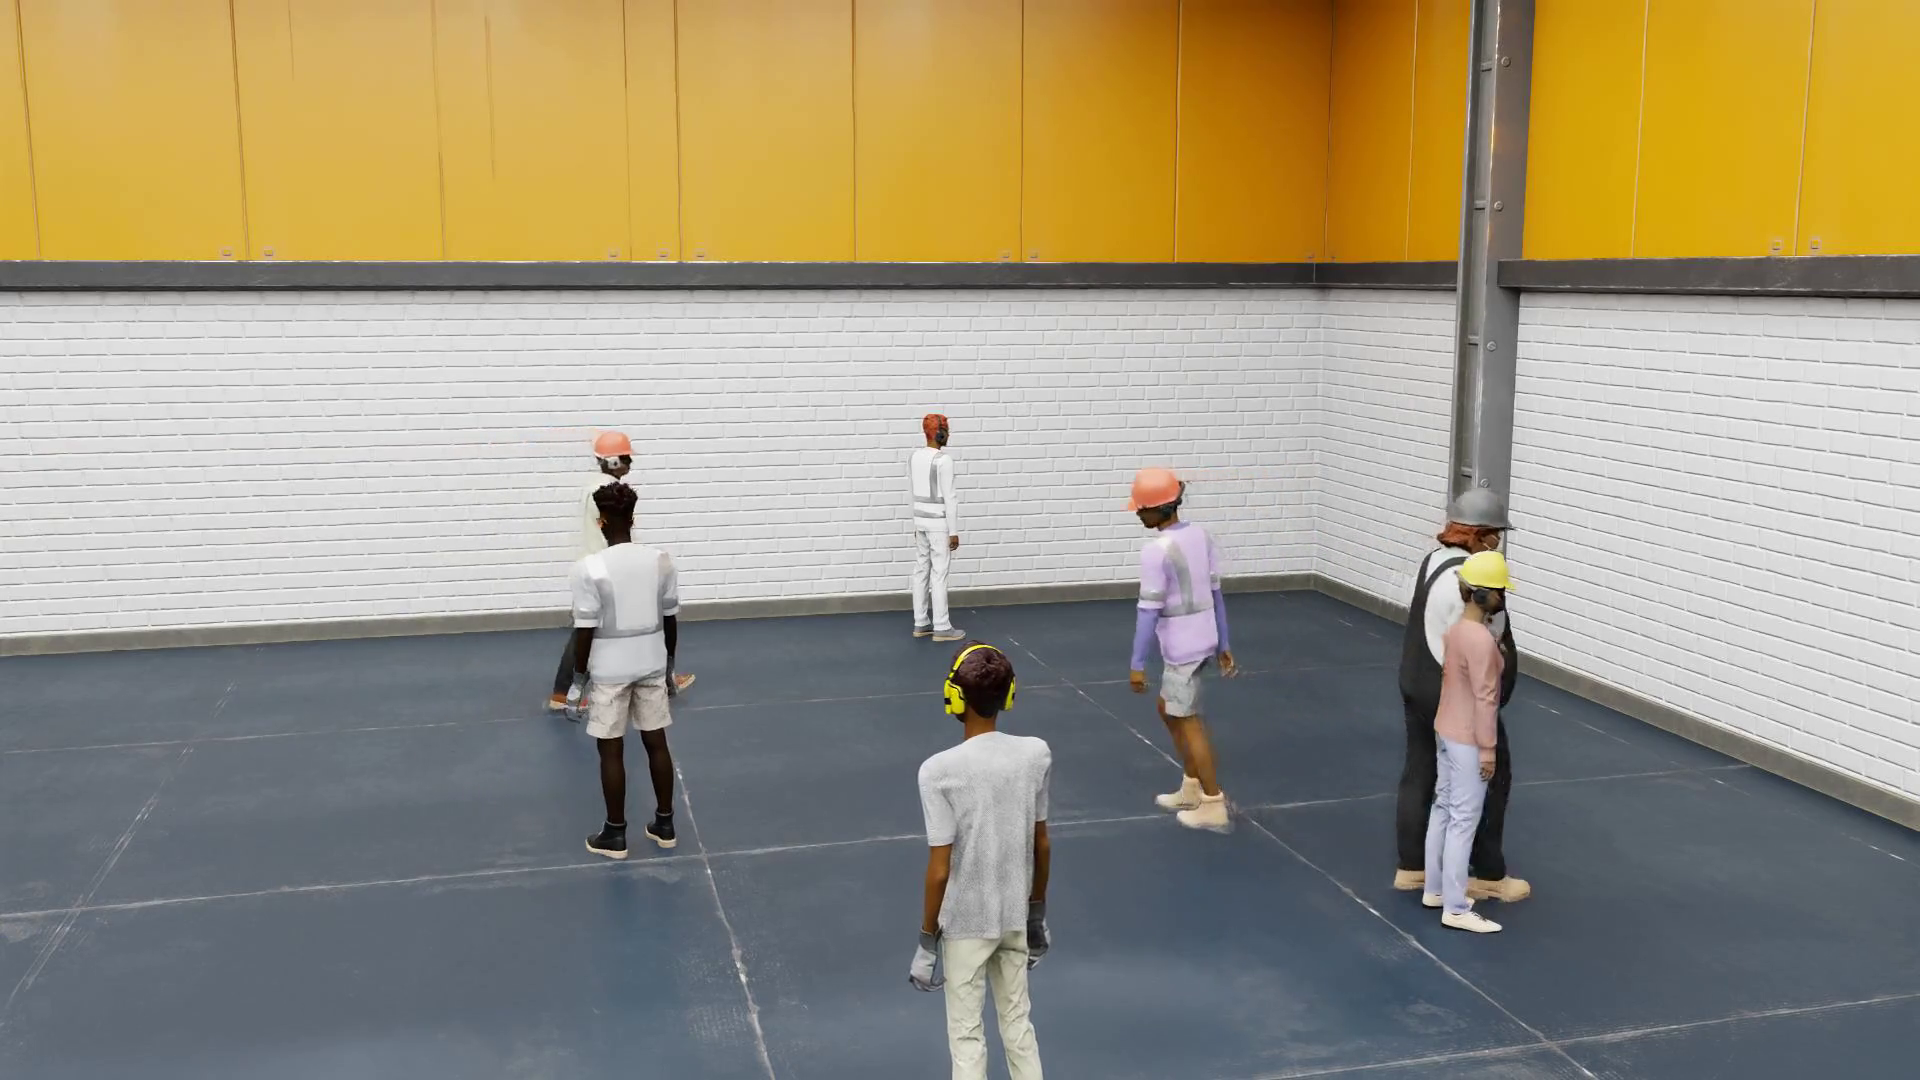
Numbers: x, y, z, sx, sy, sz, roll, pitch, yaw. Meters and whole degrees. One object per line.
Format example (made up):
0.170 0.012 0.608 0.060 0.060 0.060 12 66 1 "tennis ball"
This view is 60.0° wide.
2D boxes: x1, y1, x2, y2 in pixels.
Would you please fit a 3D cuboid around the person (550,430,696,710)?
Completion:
-2.407 0.215 11.594 1.043 1.947 0.603 -2 9 -14 "person"

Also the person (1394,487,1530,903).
2.490 0.726 8.088 0.743 2.000 0.688 -1 9 -9 "person"

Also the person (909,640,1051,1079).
0.070 1.248 5.363 0.525 1.869 0.316 -6 11 -34 "person"

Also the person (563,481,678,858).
-1.771 0.676 8.678 0.676 1.956 0.410 -8 12 -40 "person"

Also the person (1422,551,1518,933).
2.381 0.922 7.731 0.329 1.765 0.533 0 9 -2 "person"

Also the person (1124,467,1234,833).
1.207 0.595 9.035 0.656 1.993 0.623 6 11 31 "person"

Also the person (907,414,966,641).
-0.206 -0.103 13.766 0.355 1.879 0.575 -7 12 -39 "person"
